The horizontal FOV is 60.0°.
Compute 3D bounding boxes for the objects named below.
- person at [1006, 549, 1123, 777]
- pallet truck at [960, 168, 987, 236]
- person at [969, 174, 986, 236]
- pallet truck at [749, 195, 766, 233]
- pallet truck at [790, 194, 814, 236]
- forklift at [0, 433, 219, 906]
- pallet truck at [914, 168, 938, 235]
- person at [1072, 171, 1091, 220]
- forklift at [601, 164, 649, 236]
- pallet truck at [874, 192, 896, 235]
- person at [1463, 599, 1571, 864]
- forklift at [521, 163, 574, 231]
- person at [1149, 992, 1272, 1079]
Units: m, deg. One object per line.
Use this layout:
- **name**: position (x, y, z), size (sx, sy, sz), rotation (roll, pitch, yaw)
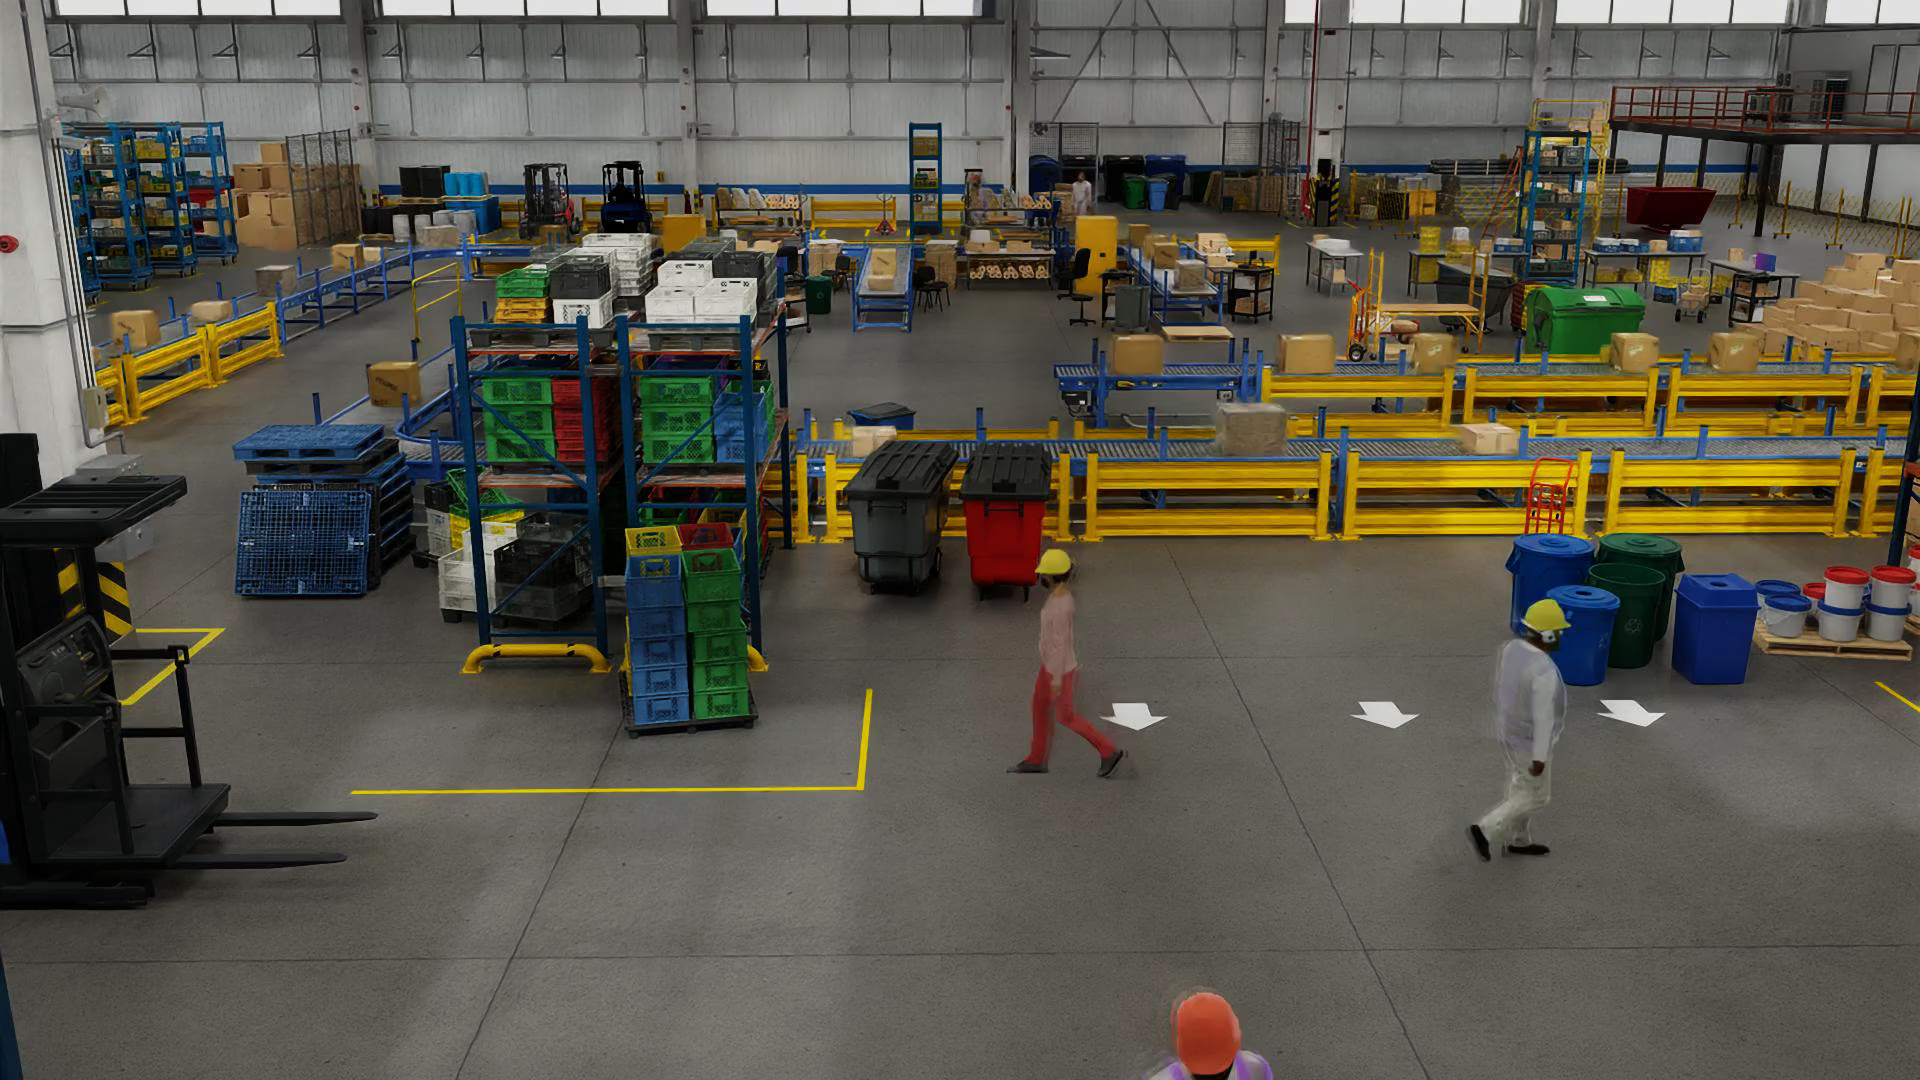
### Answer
- **person**: position (0.769, 0.901, 11.980), size (0.779, 1.742, 0.527), rotation (0, 16, 1)
- **pallet truck**: position (0.383, -10.230, 50.206), size (0.823, 1.965, 1.885), rotation (-1, 16, -3)
- **person**: position (0.536, -9.352, 47.136), size (0.614, 2.018, 0.915), rotation (13, 20, 38)
- **pallet truck**: position (-6.051, -9.967, 50.660), size (0.680, 1.201, 1.601), rotation (0, 16, -1)
- **pallet truck**: position (-4.814, -9.883, 50.259), size (0.704, 1.261, 1.522), rotation (-1, 16, -3)
- **forklift**: position (-5.952, 0.780, 10.366), size (1.873, 2.768, 1.129), rotation (0, 16, -1)
- **pallet truck**: position (-0.989, -10.316, 50.507), size (0.823, 1.965, 1.885), rotation (1, 16, 3)
- **person**: position (3.673, -10.155, 50.140), size (0.650, 1.889, 0.614), rotation (11, 19, 32)
- **forklift**: position (-9.948, -10.127, 49.296), size (1.157, 1.987, 2.680), rotation (-1, 16, -3)
- **pallet truck**: position (-2.277, -9.986, 50.594), size (0.653, 1.274, 1.630), rotation (0, 16, -1)
- **person**: position (3.577, 1.247, 10.649), size (0.580, 1.817, 0.599), rotation (-2, 16, -6)
- **forklift**: position (-12.233, -10.122, 49.298), size (1.157, 1.987, 2.680), rotation (0, 16, -1)
- **person**: position (0.925, 2.508, 6.086), size (0.550, 1.906, 0.665), rotation (-5, 17, -17)
